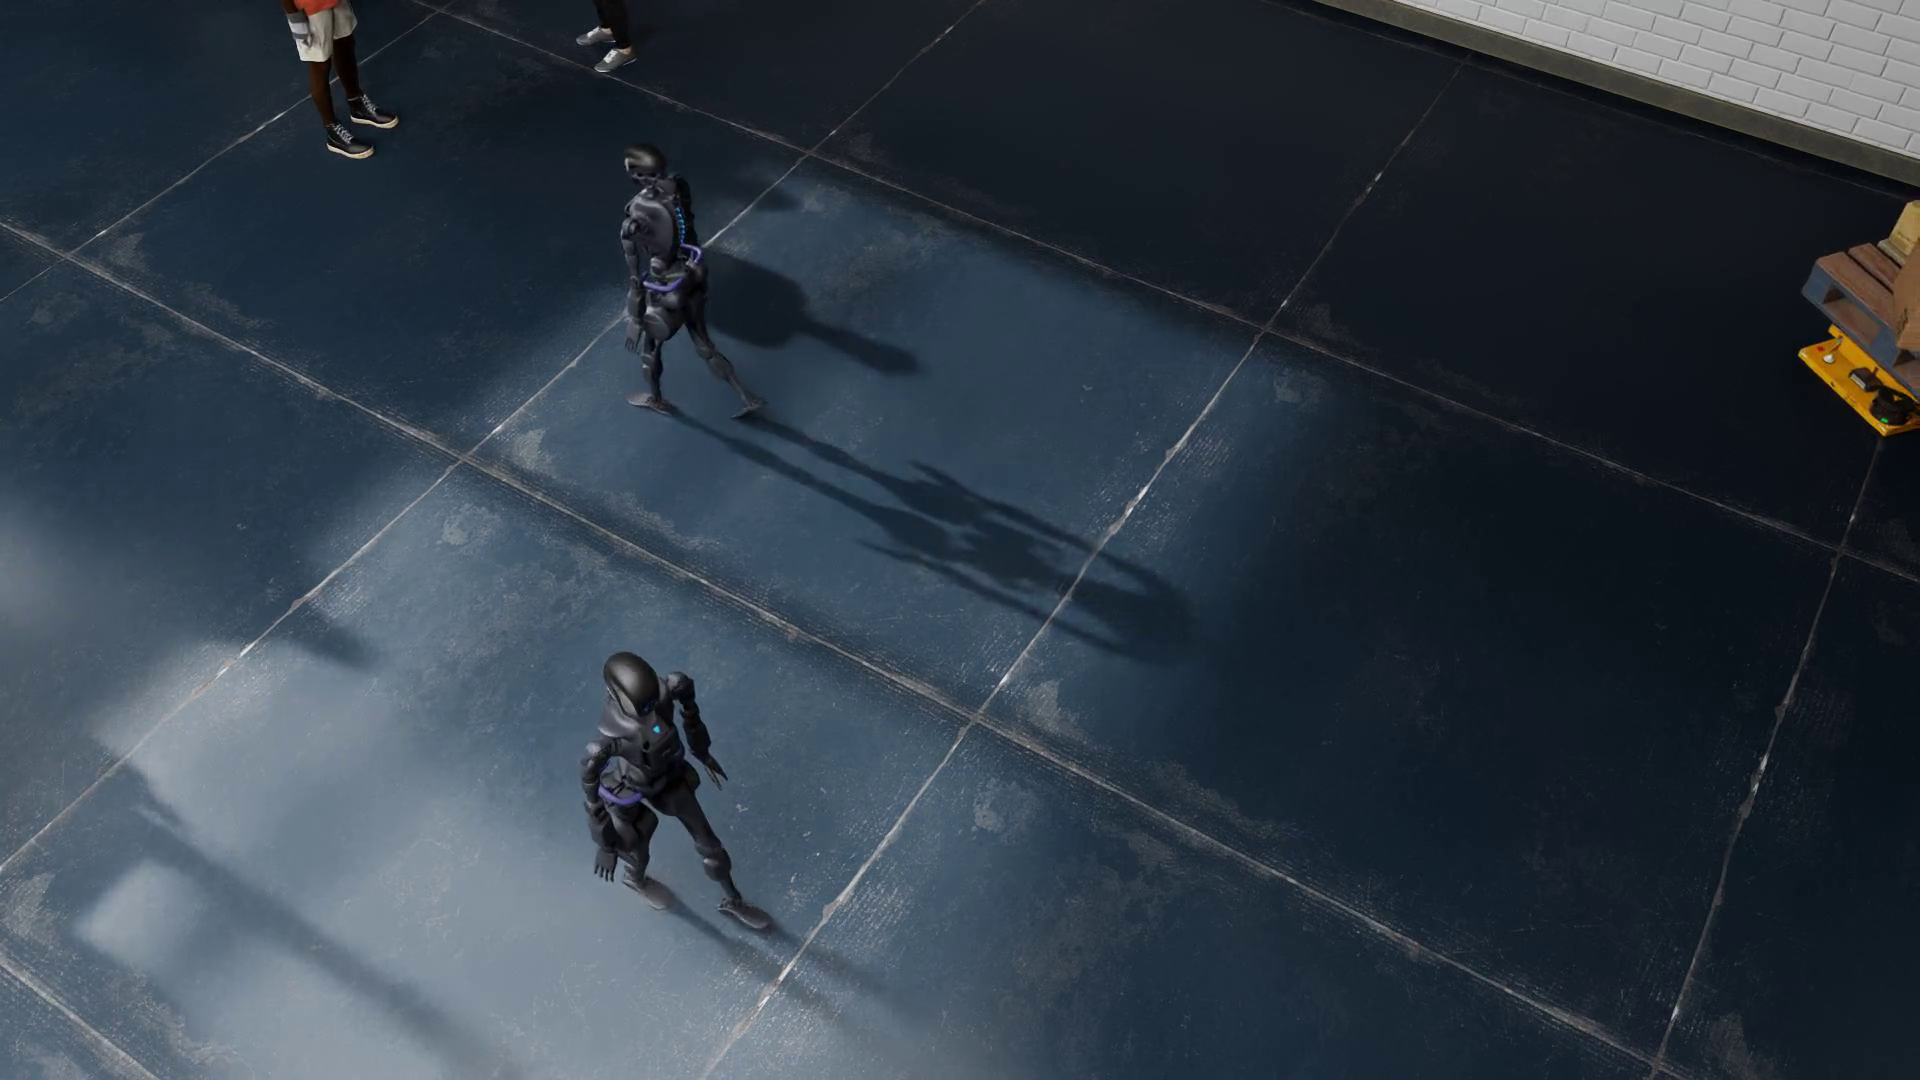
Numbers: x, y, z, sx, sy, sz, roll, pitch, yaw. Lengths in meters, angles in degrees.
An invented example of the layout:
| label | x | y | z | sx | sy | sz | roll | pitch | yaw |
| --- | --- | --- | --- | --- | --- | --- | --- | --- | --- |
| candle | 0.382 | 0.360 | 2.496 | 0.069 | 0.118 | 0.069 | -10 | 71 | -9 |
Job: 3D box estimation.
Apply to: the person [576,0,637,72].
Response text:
| label | x | y | z | sx | sy | sz | roll | pitch | yaw |
| --- | --- | --- | --- | --- | --- | --- | --- | --- | --- |
| person | -2.306 | -3.705 | 10.077 | 0.477 | 1.747 | 0.768 | -20 | 52 | -17 |

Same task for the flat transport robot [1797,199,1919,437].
| label | x | y | z | sx | sy | sz | roll | pitch | yaw |
| --- | --- | --- | --- | --- | --- | --- | --- | --- | --- |
| flat transport robot | 5.190 | -0.984 | 8.676 | 1.431 | 0.231 | 0.659 | -17 | 51 | -14 |

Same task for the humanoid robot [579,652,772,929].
| label | x | y | z | sx | sy | sz | roll | pitch | yaw |
| --- | --- | --- | --- | --- | --- | --- | --- | --- | --- |
| humanoid robot | -1.082 | 0.951 | 6.058 | 0.659 | 1.634 | 0.616 | 30 | 55 | 24 |

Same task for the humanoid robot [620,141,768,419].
| label | x | y | z | sx | sy | sz | roll | pitch | yaw |
| --- | --- | --- | --- | --- | --- | --- | --- | --- | --- |
| humanoid robot | -1.348 | -1.183 | 7.940 | 0.737 | 1.636 | 0.612 | 19 | 51 | 16 |

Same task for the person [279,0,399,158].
| label | x | y | z | sx | sy | sz | roll | pitch | yaw |
| --- | --- | --- | --- | --- | --- | --- | --- | --- | --- |
| person | -3.644 | -3.100 | 9.408 | 0.373 | 1.958 | 0.607 | 11 | 50 | 9 |
